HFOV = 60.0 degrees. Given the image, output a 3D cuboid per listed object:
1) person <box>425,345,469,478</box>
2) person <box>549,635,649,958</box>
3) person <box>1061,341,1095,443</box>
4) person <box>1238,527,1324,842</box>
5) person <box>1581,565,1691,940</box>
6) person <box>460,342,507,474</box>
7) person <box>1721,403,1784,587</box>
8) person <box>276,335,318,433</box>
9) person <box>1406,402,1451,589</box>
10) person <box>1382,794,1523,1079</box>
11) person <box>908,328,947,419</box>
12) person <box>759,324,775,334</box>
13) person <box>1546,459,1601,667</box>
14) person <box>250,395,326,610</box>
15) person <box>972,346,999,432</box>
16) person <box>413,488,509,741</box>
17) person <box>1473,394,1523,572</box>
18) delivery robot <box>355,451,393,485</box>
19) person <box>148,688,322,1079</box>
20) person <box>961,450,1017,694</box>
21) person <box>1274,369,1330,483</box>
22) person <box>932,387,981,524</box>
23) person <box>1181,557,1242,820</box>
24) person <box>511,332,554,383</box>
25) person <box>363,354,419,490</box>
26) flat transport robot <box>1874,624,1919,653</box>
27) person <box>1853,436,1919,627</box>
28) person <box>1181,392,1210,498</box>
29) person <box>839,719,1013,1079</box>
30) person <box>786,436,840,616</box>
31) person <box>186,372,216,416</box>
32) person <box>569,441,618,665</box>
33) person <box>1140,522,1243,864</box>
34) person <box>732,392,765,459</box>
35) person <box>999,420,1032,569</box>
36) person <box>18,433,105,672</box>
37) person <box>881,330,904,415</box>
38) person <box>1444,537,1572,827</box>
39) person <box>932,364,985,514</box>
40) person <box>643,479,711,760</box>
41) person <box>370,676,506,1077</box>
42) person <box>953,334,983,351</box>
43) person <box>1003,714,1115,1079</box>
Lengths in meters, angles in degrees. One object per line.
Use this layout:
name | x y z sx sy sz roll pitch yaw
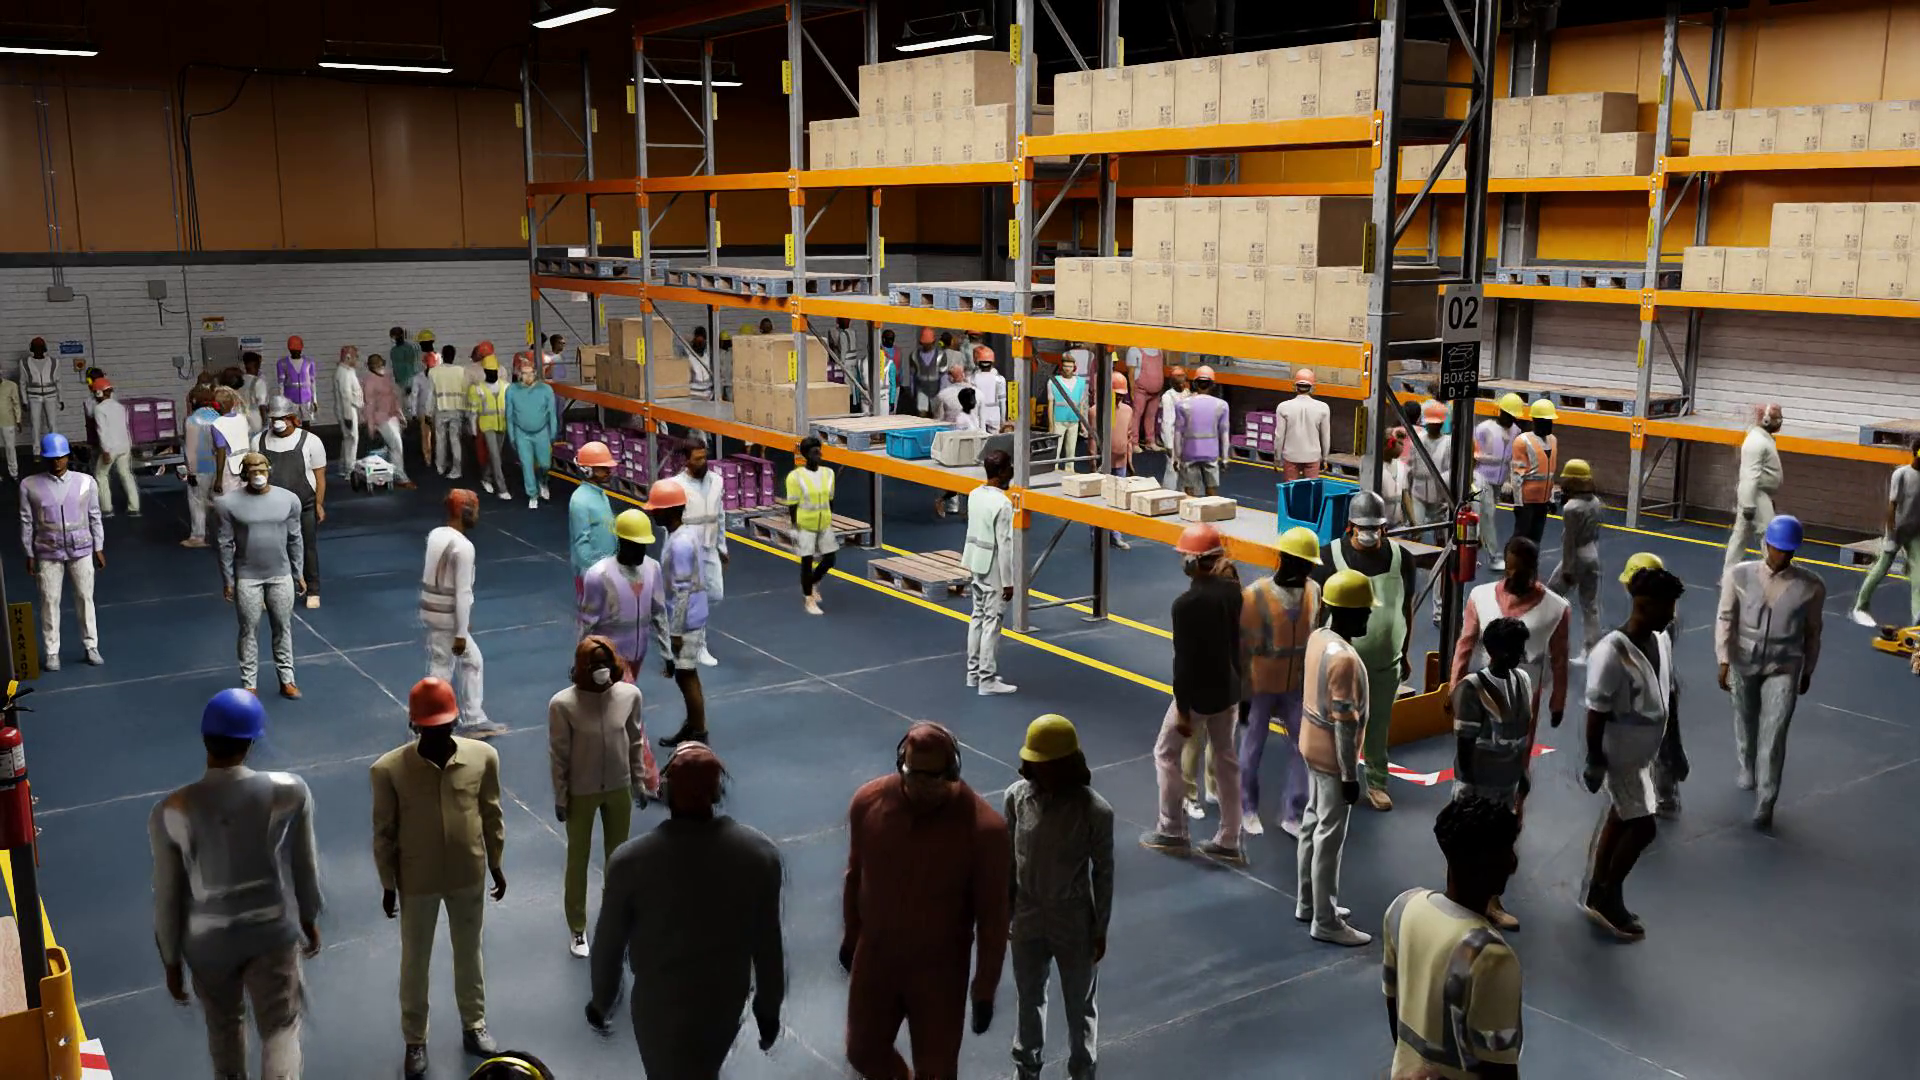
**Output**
person | -7.290 -1.824 23.657 0.653 1.865 0.892 -6 13 -30
person | -1.815 1.270 8.393 0.498 1.634 0.278 -7 13 -33
person | 1.907 -2.491 27.143 0.600 1.827 0.403 -3 12 -16
person | 1.895 0.869 9.772 0.657 1.887 0.766 -4 12 -20
person | 3.502 1.090 8.553 0.604 1.935 0.566 -11 15 -44
person | -6.721 -1.841 23.570 0.657 1.921 0.990 -6 13 -29
person | 7.957 -0.392 16.268 0.878 1.872 0.673 5 12 26
person | -9.896 -2.090 24.865 0.555 1.926 0.427 -7 13 -33
person | 4.563 -0.398 16.264 0.555 1.886 0.969 7 13 33
person | 1.537 1.736 5.157 0.368 1.967 0.600 -3 12 -17
person | -0.509 -2.331 25.996 0.592 1.980 1.136 -1 11 -3
person | -3.596 -3.216 31.063 0.360 1.749 0.576 -3 11 -13
person | 5.032 0.192 13.698 0.504 1.724 0.637 -8 14 -35
person | -6.322 -0.347 15.627 0.673 2.000 0.536 -1 11 -7
person | 0.333 -1.814 23.576 0.370 1.878 0.574 -7 13 -32
person | -3.497 0.561 11.525 0.856 1.825 0.591 -8 14 -36
person | 5.606 -0.596 17.376 0.664 1.854 0.921 -6 12 -27
delivery robot | -7.851 -0.950 22.280 0.477 0.478 0.707 -7 13 -32
person | -2.757 1.530 6.386 0.602 1.910 0.905 -5 12 -22
person | 0.230 0.250 12.926 0.389 1.911 0.584 -5 12 -26
person | 3.845 -0.931 18.735 0.621 1.992 0.397 1 11 6
person | 0.017 -1.004 19.912 0.582 1.682 0.540 5 12 23
person | 1.576 0.900 10.292 0.506 1.632 0.268 -8 13 -34
person | -6.583 -2.259 25.697 0.666 1.927 0.433 -5 12 -25
person | -7.767 -1.580 22.365 0.767 1.877 0.656 0 11 -1
flat transport robot | 8.431 0.911 13.733 0.652 0.197 1.431 -6 13 -28
person | 8.352 -0.046 14.704 0.557 1.803 1.012 -3 11 -14
person | 2.827 -0.966 19.883 0.371 1.623 0.528 4 12 21
person | -0.144 1.563 6.247 0.702 1.889 0.714 3 11 15
person | -1.371 -0.130 15.427 0.541 1.682 0.393 -8 13 -34
person | -10.043 -1.433 22.229 0.498 1.633 0.279 -7 13 -33
person | -2.795 0.231 12.787 0.396 1.993 0.617 0 11 2
person | 1.347 0.871 9.586 0.619 1.969 0.757 -9 14 -39
person | -2.710 -1.599 22.068 0.626 2.035 0.438 -8 14 -36
person | 0.505 -0.406 16.977 0.539 1.636 0.370 -1 11 -7
person | -7.339 0.090 13.623 0.602 1.949 0.390 -7 13 -33
person | -1.190 -2.546 27.409 0.619 1.838 0.430 -7 13 -33
person | 3.168 0.906 9.679 0.601 1.863 1.008 9 14 37
person | -0.012 -1.221 20.570 0.690 1.869 0.531 -4 12 -20
person | -1.931 0.538 11.392 0.411 1.930 0.582 -2 11 -8
person | -2.244 1.437 7.231 0.563 1.752 0.341 -6 13 -29
person | 0.156 -2.982 29.304 0.600 1.967 0.367 -7 13 -33
person | 0.375 1.539 6.746 0.491 1.740 0.322 6 12 26
